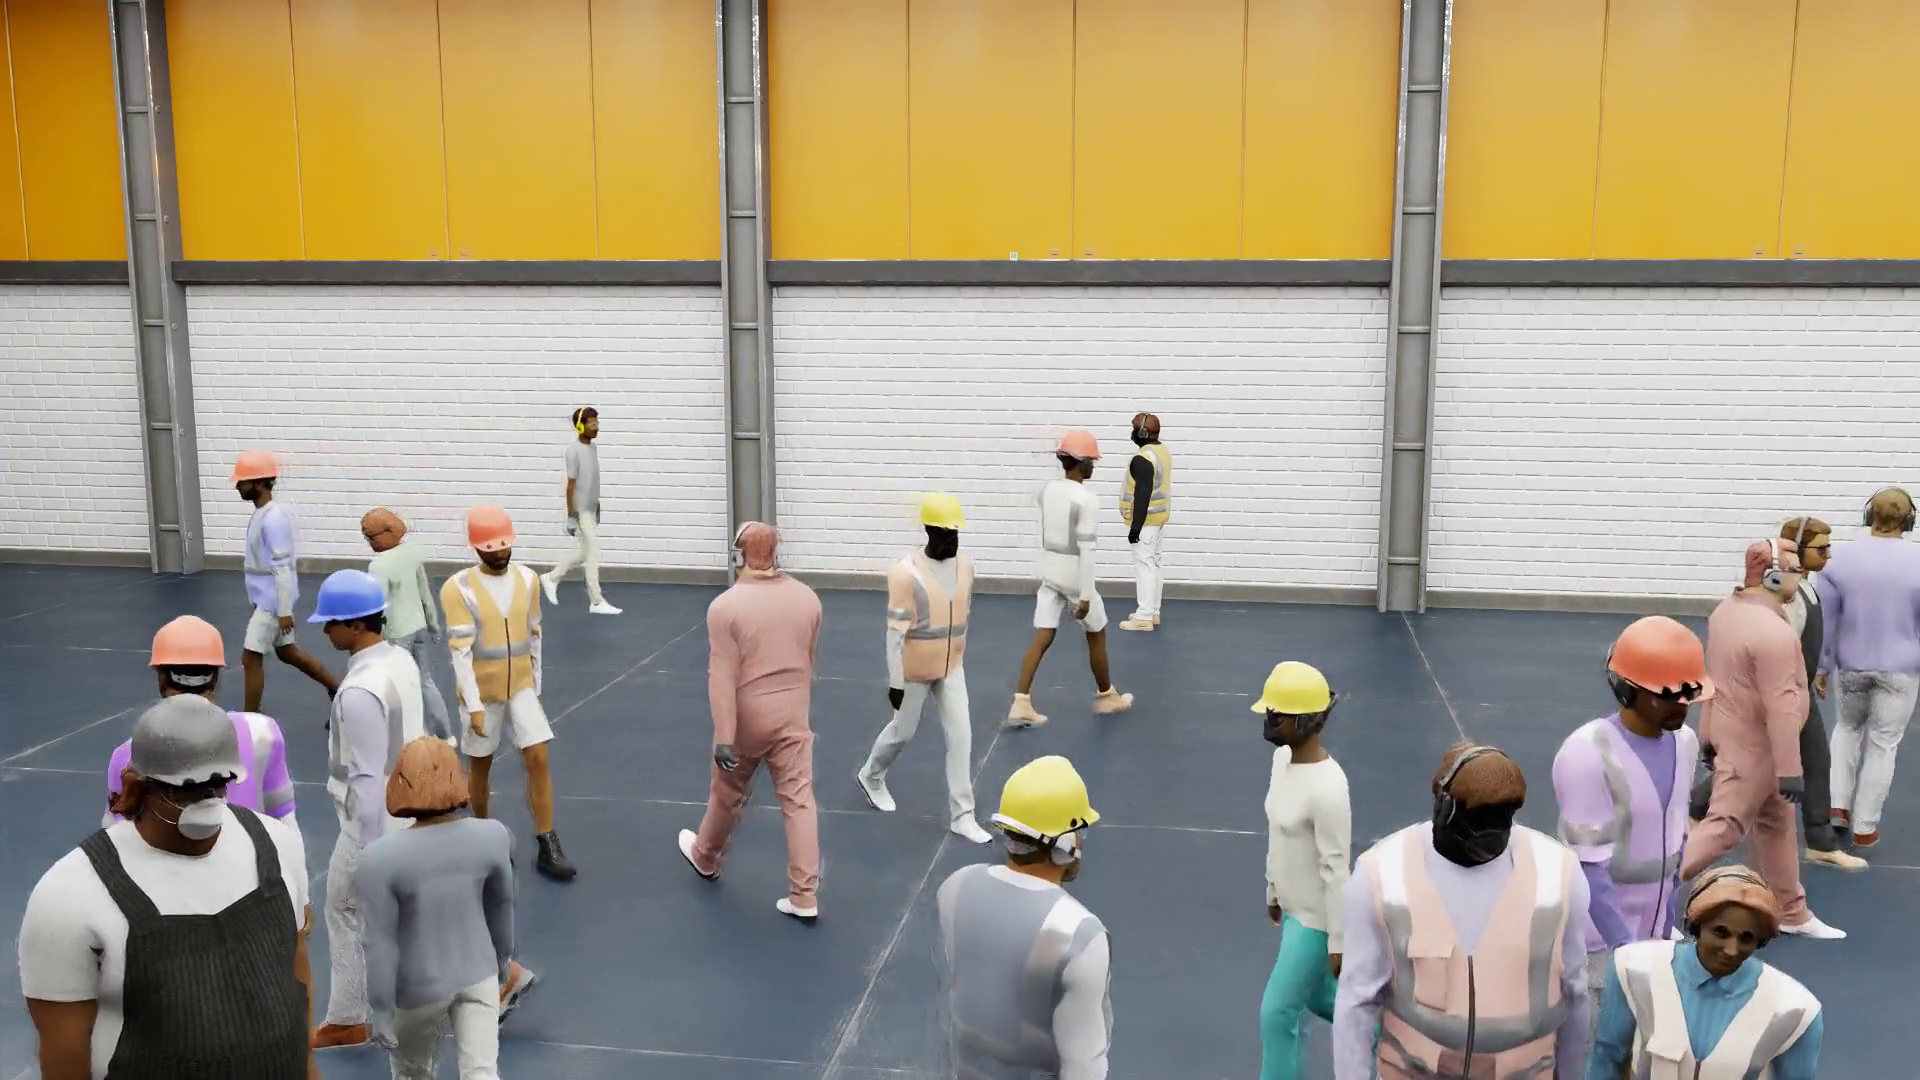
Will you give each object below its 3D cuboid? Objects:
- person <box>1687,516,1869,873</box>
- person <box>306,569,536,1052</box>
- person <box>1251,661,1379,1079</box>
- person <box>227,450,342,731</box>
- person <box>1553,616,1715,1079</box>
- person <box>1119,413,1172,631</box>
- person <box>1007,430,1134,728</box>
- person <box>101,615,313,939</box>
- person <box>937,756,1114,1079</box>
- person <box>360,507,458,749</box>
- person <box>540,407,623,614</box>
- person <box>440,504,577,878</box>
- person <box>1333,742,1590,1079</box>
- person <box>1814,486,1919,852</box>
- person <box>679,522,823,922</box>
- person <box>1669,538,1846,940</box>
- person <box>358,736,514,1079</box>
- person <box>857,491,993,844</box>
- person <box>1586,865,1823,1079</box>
[{"bbox_3d":[4.170,0.763,8.520,0.915,1.813,0.520,7,11,37],"label":"person"},{"bbox_3d":[-2.142,1.048,6.450,0.886,1.915,0.642,0,9,-1],"label":"person"},{"bbox_3d":[1.268,1.258,5.696,0.810,1.739,0.533,-1,9,-6],"label":"person"},{"bbox_3d":[-4.377,0.357,10.737,0.918,1.906,0.556,-5,10,-27],"label":"person"},{"bbox_3d":[2.079,1.209,5.157,0.621,2.012,0.468,-6,11,-32],"label":"person"},{"bbox_3d":[1.559,-0.157,14.080,0.429,1.844,0.625,4,10,21],"label":"person"},{"bbox_3d":[0.723,0.258,11.109,1.065,1.994,0.601,-8,12,-39],"label":"person"},{"bbox_3d":[-2.486,1.206,5.473,0.492,1.906,0.652,8,12,42],"label":"person"},{"bbox_3d":[0.160,1.444,4.381,0.923,1.790,0.604,-9,13,-44],"label":"person"},{"bbox_3d":[-3.425,0.577,10.261,0.409,1.604,0.586,2,9,11],"label":"person"},{"bbox_3d":[-3.390,-0.264,14.719,0.744,1.854,0.529,2,9,11],"label":"person"},{"bbox_3d":[-2.247,0.759,8.249,0.551,1.890,0.869,-8,12,-42],"label":"person"},{"bbox_3d":[1.309,1.418,4.376,0.641,1.830,0.458,3,10,17],"label":"person"},{"bbox_3d":[4.832,0.671,8.728,0.637,1.921,0.518,8,12,40],"label":"person"},{"bbox_3d":[-0.979,0.831,7.952,0.645,1.844,1.058,-6,11,-34],"label":"person"},{"bbox_3d":[3.512,0.909,7.464,0.982,1.871,0.651,2,9,10],"label":"person"},{"bbox_3d":[-1.650,1.395,5.281,0.516,1.577,0.876,-7,12,-37],"label":"person"},{"bbox_3d":[-0.215,0.645,9.030,0.596,1.886,0.964,-8,12,-41],"label":"person"},{"bbox_3d":[1.878,1.549,4.247,0.529,1.611,0.568,5,10,28],"label":"person"}]
